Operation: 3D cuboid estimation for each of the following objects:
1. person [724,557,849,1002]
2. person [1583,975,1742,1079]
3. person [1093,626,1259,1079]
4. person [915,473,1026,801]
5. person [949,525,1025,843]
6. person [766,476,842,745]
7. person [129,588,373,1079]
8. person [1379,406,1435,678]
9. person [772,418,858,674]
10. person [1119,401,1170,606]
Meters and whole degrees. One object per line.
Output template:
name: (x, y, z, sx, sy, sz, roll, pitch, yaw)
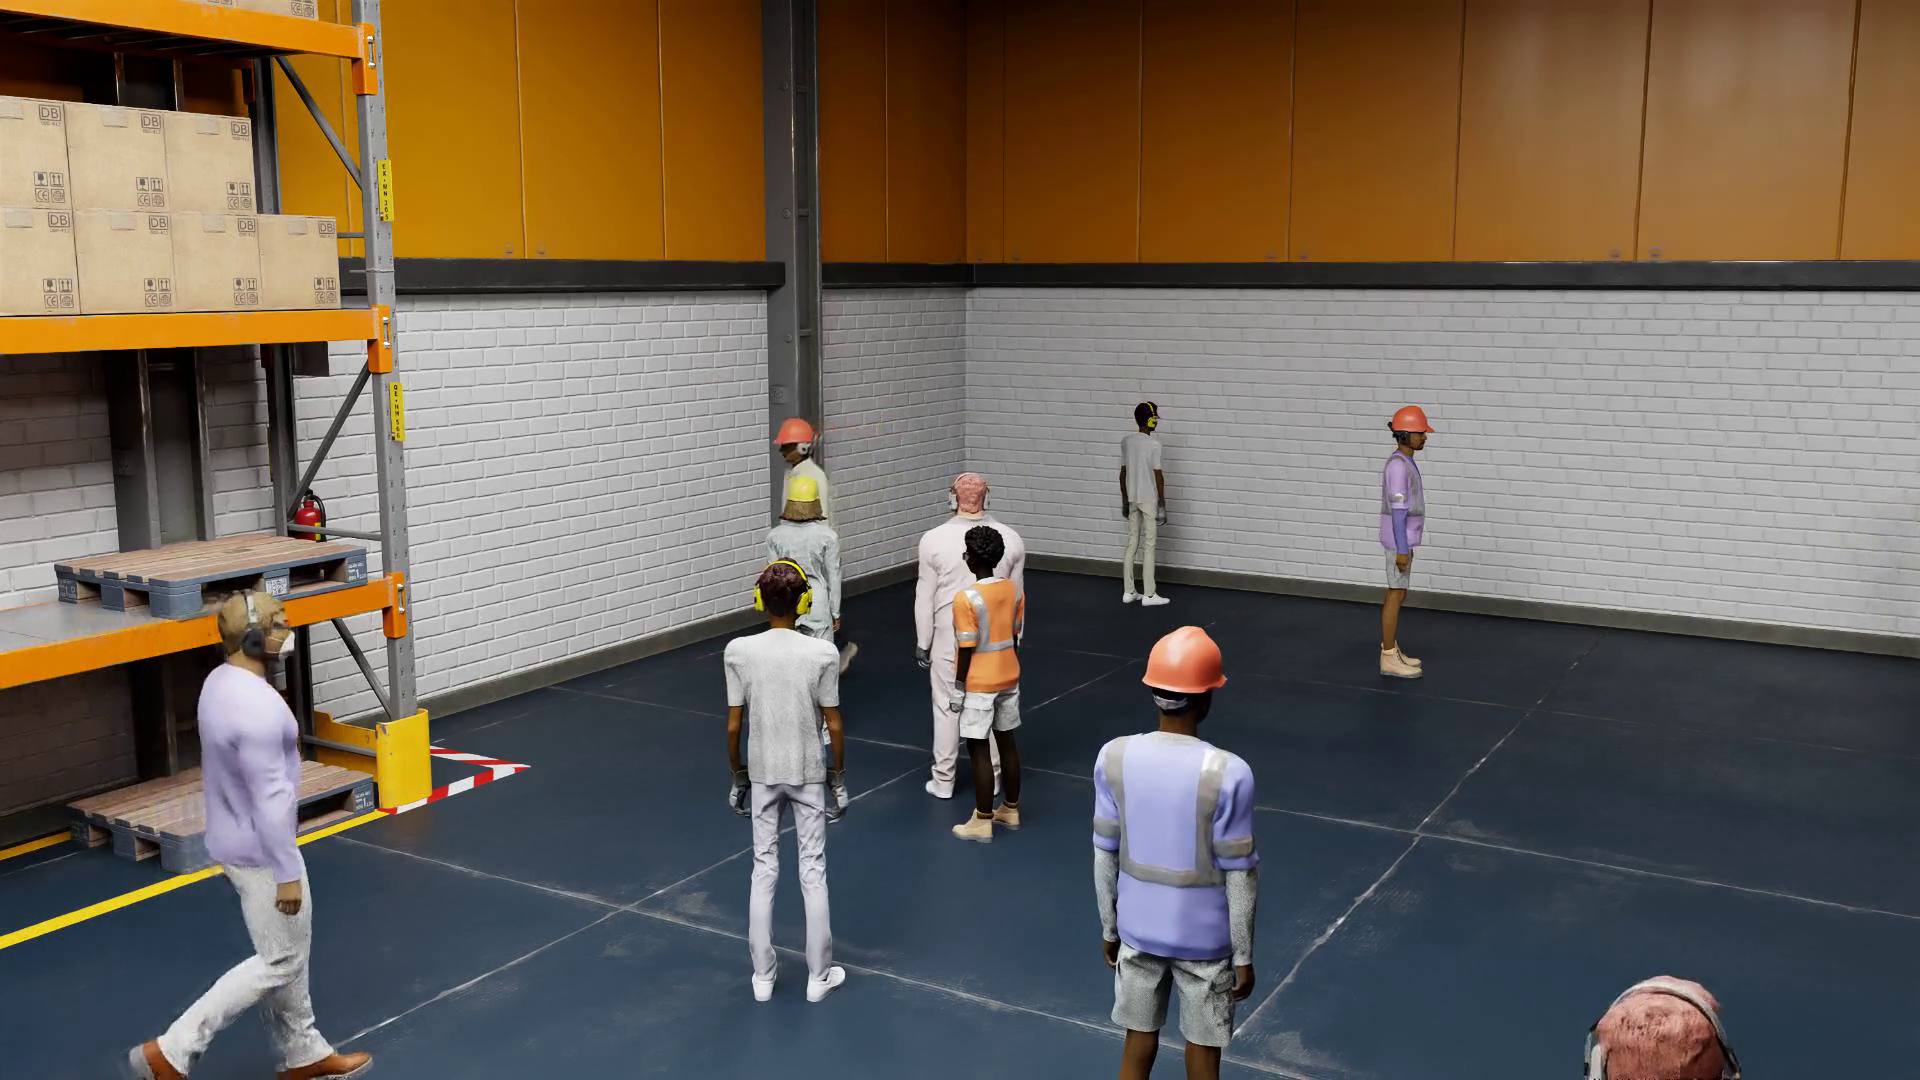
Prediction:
person: (-0.715, 0.998, 6.925, 0.513, 1.872, 0.328, 1, 9, 5)
person: (1.077, 1.668, 2.747, 0.661, 1.899, 0.495, 8, 12, 41)
person: (0.689, 1.229, 5.266, 0.543, 1.939, 0.360, 5, 11, 30)
person: (0.050, 0.558, 9.604, 0.651, 1.896, 0.402, -3, 10, -17)
person: (0.137, 0.765, 8.917, 0.318, 1.695, 0.539, 7, 12, 38)
person: (-0.996, 0.455, 10.708, 0.487, 1.744, 0.294, 1, 9, 6)
person: (-2.575, 1.125, 5.976, 0.743, 1.924, 0.639, -6, 11, -31)
person: (3.362, 0.007, 12.568, 0.378, 2.043, 0.608, 3, 9, 16)
person: (-1.120, 0.087, 12.258, 0.513, 1.981, 0.619, -4, 10, -24)
person: (1.691, -0.333, 15.235, 0.323, 1.871, 0.530, -8, 12, -42)
